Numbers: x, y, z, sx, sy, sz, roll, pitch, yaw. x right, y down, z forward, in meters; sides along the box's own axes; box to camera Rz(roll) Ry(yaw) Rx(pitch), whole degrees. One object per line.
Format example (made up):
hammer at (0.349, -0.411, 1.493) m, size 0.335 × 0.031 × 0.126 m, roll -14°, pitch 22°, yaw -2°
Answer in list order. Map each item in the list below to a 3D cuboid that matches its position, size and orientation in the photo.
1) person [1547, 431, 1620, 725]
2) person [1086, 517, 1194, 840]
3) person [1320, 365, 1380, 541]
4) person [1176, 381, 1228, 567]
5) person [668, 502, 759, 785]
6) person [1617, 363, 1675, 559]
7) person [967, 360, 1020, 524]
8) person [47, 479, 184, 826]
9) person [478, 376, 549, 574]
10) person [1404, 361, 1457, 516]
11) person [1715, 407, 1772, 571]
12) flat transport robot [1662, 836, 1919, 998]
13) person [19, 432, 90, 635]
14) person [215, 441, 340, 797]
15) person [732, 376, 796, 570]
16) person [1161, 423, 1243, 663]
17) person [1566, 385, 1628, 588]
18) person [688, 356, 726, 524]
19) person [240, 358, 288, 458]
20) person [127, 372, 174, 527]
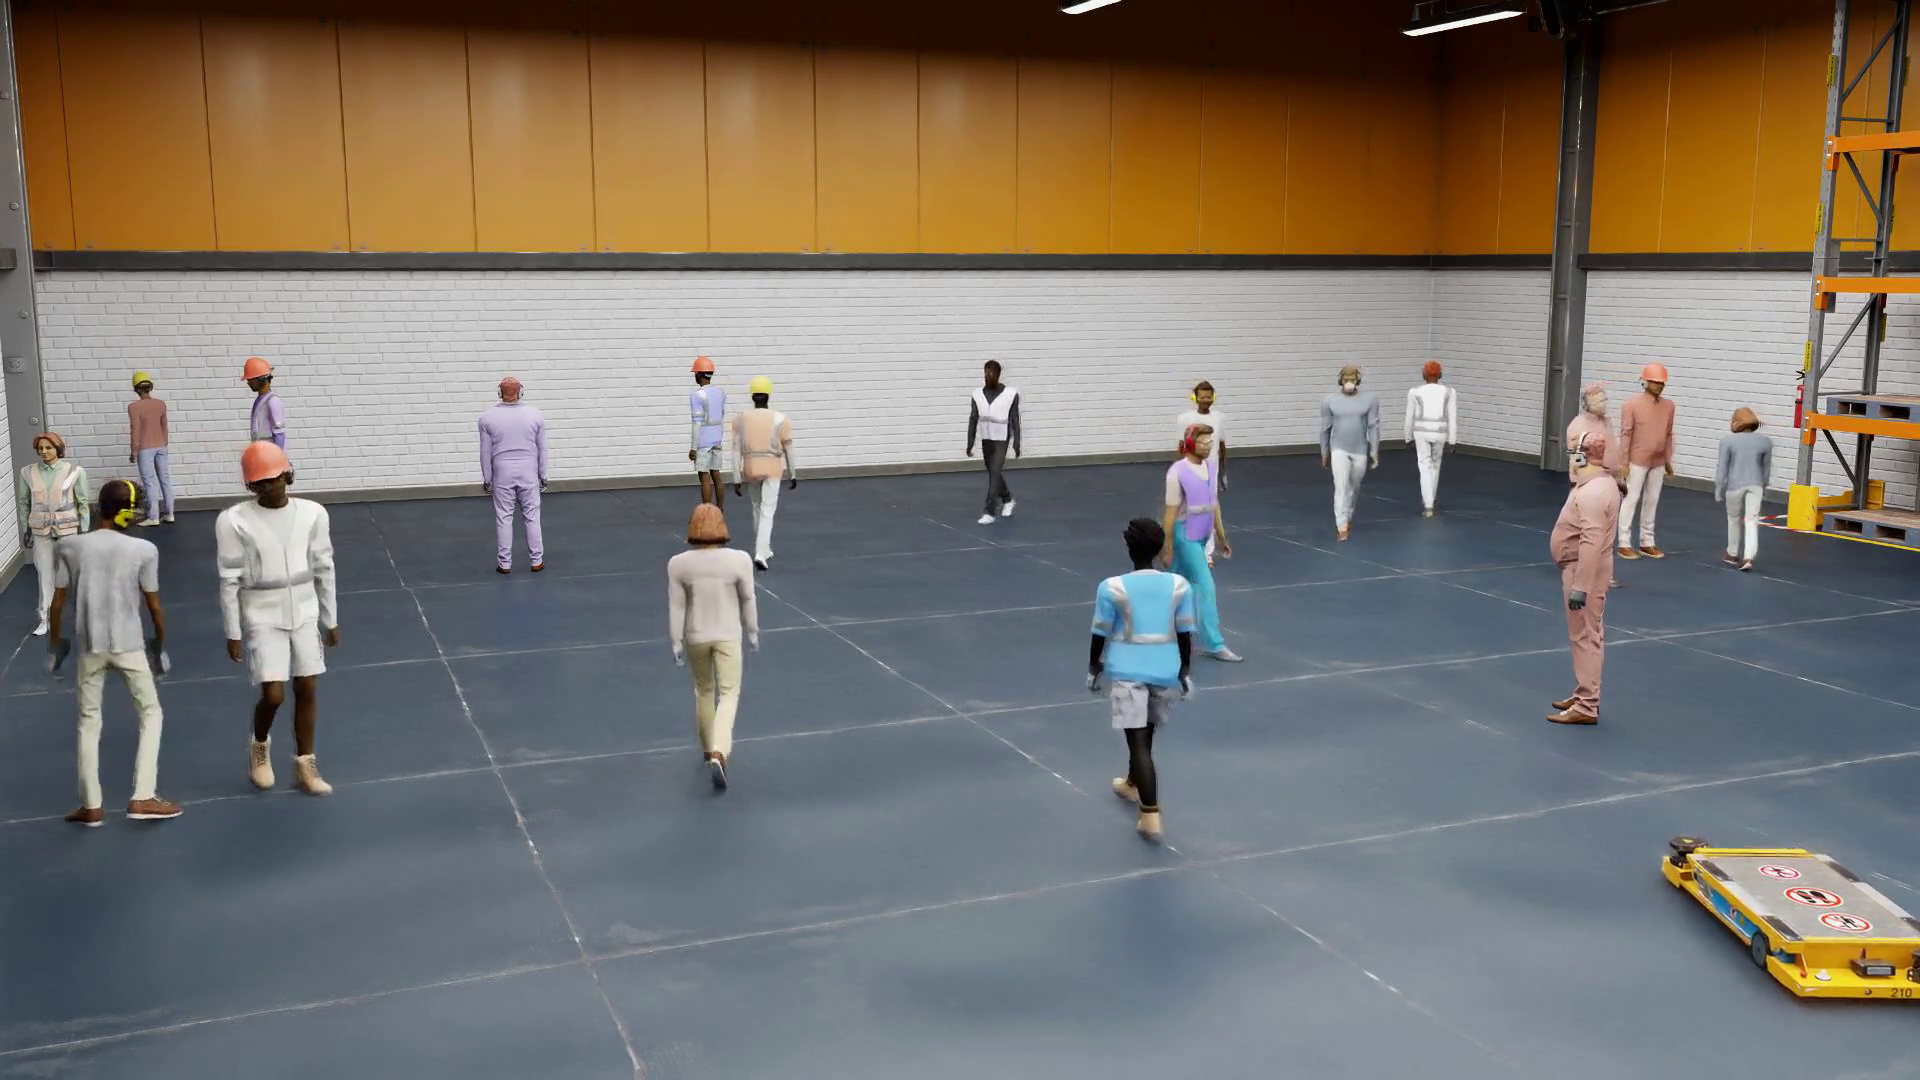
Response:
person at (4.030, 0.242, 10.791) m, size 0.403 × 1.904 × 0.651 m, roll 5°, pitch 10°, yaw 26°
person at (0.947, 0.698, 8.790) m, size 0.547 × 1.648 × 0.867 m, roll -3°, pitch 10°, yaw -15°
person at (4.250, -0.976, 18.217) m, size 0.629 × 1.903 × 0.989 m, roll 1°, pitch 9°, yaw 7°
person at (2.415, -0.689, 16.657) m, size 0.535 × 1.845 × 0.854 m, roll 0°, pitch 9°, yaw 1°
person at (-1.437, 0.584, 9.621) m, size 0.499 × 1.603 × 0.763 m, roll 1°, pitch 9°, yaw 3°
person at (6.950, -0.796, 16.813) m, size 0.622 × 1.990 × 0.401 m, roll -3°, pitch 10°, yaw -17°
person at (0.429, -1.162, 19.388) m, size 0.601 × 1.883 × 0.935 m, roll 5°, pitch 11°, yaw 30°
person at (-4.489, 0.607, 8.792) m, size 0.637 × 1.843 × 0.390 m, roll -3°, pitch 10°, yaw -16°
person at (-4.290, -0.624, 16.032) m, size 0.643 × 1.909 × 0.410 m, roll -3°, pitch 10°, yaw -18°
person at (5.622, -1.224, 19.926) m, size 0.581 × 1.825 × 1.007 m, roll 1°, pitch 9°, yaw 6°
person at (7.659, -0.504, 16.265) m, size 0.511 × 1.590 × 0.848 m, roll 3°, pitch 10°, yaw 15°
flat transport robot at (3.699, 1.630, 7.317) m, size 0.652 × 0.197 × 1.431 m, roll 0°, pitch 9°, yaw 2°
person at (-7.273, -0.054, 13.385) m, size 0.510 × 1.640 × 0.308 m, roll -2°, pitch 10°, yaw -13°
person at (-3.761, 0.448, 9.227) m, size 0.606 × 2.017 × 0.424 m, roll -9°, pitch 13°, yaw -44°
person at (-1.951, -0.667, 16.382) m, size 0.592 × 1.886 × 0.970 m, roll 1°, pitch 9°, yaw 8°
person at (1.720, -0.006, 12.636) m, size 0.964 × 1.801 × 0.571 m, roll 6°, pitch 11°, yaw 33°
person at (5.921, -0.499, 15.448) m, size 0.532 × 1.875 × 0.742 m, roll 8°, pitch 12°, yaw 41°
person at (-2.894, -1.115, 18.911) m, size 0.362 × 1.938 × 0.545 m, roll 5°, pitch 11°, yaw 28°
person at (-7.043, -0.829, 16.888) m, size 0.392 × 2.033 × 0.605 m, roll -7°, pitch 12°, yaw -37°
person at (-9.240, -1.031, 18.936) m, size 0.333 × 1.763 × 0.527 m, roll 3°, pitch 10°, yaw 20°
